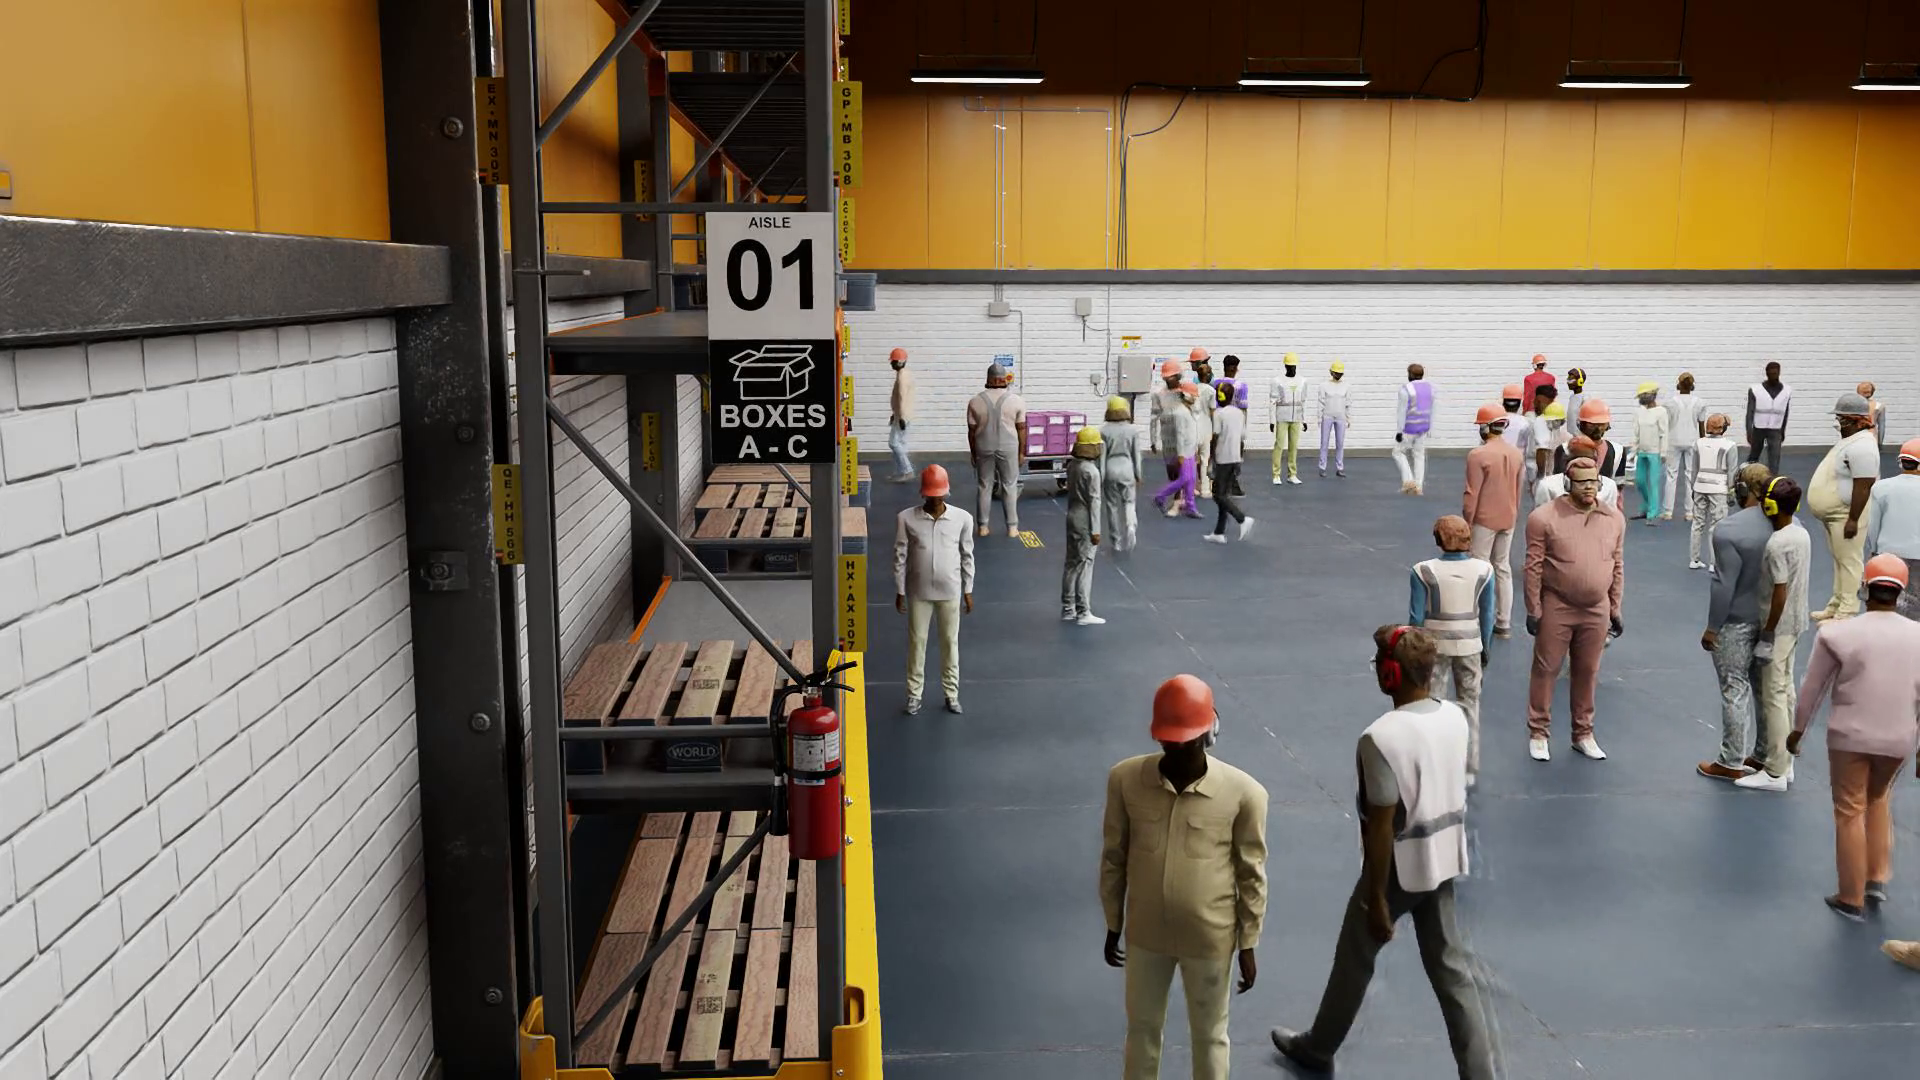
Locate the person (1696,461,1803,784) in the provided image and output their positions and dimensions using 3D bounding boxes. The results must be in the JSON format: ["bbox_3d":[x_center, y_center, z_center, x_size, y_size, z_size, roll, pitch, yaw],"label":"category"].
[{"bbox_3d":[4.715,0.495,9.946,0.635,1.931,0.354,-3,10,-20],"label":"person"}]

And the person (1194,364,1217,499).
[{"bbox_3d":[3.299,-1.480,22.666,0.349,1.837,0.502,-8,12,-42],"label":"person"}]

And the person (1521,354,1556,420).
[{"bbox_3d":[9.442,-2.167,27.222,0.563,1.752,0.328,-3,9,-16],"label":"person"}]

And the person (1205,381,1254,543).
[{"bbox_3d":[3.054,-0.856,18.719,0.584,1.837,0.660,-8,12,-40],"label":"person"}]

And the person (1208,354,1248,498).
[{"bbox_3d":[3.653,-1.549,22.700,0.608,1.957,0.401,6,11,32],"label":"person"}]

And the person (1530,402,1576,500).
[{"bbox_3d":[6.062,-0.535,16.994,0.405,1.753,0.538,-7,12,-38],"label":"person"}]

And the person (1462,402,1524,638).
[{"bbox_3d":[4.408,-0.150,13.861,0.622,1.982,0.417,-5,10,-30],"label":"person"}]

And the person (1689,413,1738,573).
[{"bbox_3d":[7.695,-0.480,17.017,0.312,1.634,0.514,-5,10,-29],"label":"person"}]

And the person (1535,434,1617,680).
[{"bbox_3d":[4.514,0.158,12.240,0.591,1.875,0.372,1,9,4],"label":"person"}]

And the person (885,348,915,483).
[{"bbox_3d":[-0.881,-1.818,24.324,0.449,1.985,0.653,1,9,4],"label":"person"}]

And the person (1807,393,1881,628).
[{"bbox_3d":[7.567,-0.248,14.277,0.536,2.000,0.680,3,10,21],"label":"person"}]

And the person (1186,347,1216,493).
[{"bbox_3d":[3.343,-1.669,23.232,0.410,2.035,0.614,5,10,30],"label":"person"}]

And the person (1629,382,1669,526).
[{"bbox_3d":[8.465,-1.057,20.347,0.427,1.723,0.652,-3,9,-16],"label":"person"}]

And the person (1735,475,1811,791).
[{"bbox_3d":[4.806,0.551,9.813,0.335,1.865,0.519,8,12,41],"label":"person"}]

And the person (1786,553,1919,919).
[{"bbox_3d":[4.299,0.920,7.924,0.580,1.727,0.515,1,9,4],"label":"person"}]

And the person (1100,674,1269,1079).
[{"bbox_3d":[0.726,1.291,5.517,0.564,1.749,0.346,4,10,22],"label":"person"}]

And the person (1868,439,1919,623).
[{"bbox_3d":[7.485,0.074,13.152,0.326,1.752,0.559,-9,12,-43],"label":"person"}]

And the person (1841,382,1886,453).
[{"bbox_3d":[11.901,-1.267,21.935,0.512,1.638,0.312,5,10,27],"label":"person"}]

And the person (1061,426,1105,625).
[{"bbox_3d":[1.092,-0.127,14.476,0.314,1.736,0.485,-4,10,-25],"label":"person"}]

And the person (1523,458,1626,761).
[{"bbox_3d":[3.850,0.434,10.407,0.639,1.910,0.407,-1,9,-4],"label":"person"}]

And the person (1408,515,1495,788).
[{"bbox_3d":[2.888,0.664,9.810,0.510,1.639,0.308,0,9,-1],"label":"person"}]

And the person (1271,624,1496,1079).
[{"bbox_3d":[1.606,1.188,6.036,0.588,1.791,0.992,-7,11,-37],"label":"person"}]

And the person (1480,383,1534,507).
[{"bbox_3d":[5.806,-0.702,17.545,0.574,1.900,0.902,5,10,29],"label":"person"}]

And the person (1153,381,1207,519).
[{"bbox_3d":[2.772,-1.114,20.694,0.590,1.728,0.583,4,10,23],"label":"person"}]

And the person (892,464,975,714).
[{"bbox_3d":[-0.180,0.340,11.503,0.573,1.742,0.337,-1,9,-4],"label":"person"}]

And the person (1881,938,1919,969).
[{"bbox_3d":[4.372,0.943,6.793,0.726,2.000,0.951,-9,13,-44],"label":"person"}]

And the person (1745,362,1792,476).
[{"bbox_3d":[11.082,-1.530,22.893,0.596,1.872,1.013,1,9,6],"label":"person"}]

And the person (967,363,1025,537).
[{"bbox_3d":[0.436,-1.057,19.351,0.681,2.000,0.535,2,9,11],"label":"person"}]

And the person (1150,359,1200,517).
[{"bbox_3d":[2.760,-1.318,21.159,0.624,2.005,0.897,4,10,25],"label":"person"}]

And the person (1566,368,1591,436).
[{"bbox_3d":[7.846,-1.250,21.168,0.326,1.857,0.509,-1,9,-4],"label":"person"}]

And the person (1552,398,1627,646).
[{"bbox_3d":[5.139,-0.141,13.592,0.615,2.043,0.373,-1,9,-4],"label":"person"}]

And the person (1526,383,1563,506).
[{"bbox_3d":[5.983,-0.632,17.080,0.373,1.930,0.762,6,11,31],"label":"person"}]

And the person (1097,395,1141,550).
[{"bbox_3d":[1.741,-0.715,18.197,0.507,1.718,0.577,0,9,-2],"label":"person"}]

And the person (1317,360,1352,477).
[{"bbox_3d":[5.648,-1.824,25.063,0.526,1.761,0.342,0,9,-1],"label":"person"}]

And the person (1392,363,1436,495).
[{"bbox_3d":[6.251,-1.520,22.926,0.655,1.827,0.448,-5,10,-27],"label":"person"}]

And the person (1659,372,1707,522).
[{"bbox_3d":[8.895,-1.141,20.492,0.507,1.846,0.343,2,9,14],"label":"person"}]

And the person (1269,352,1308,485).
[{"bbox_3d":[4.777,-1.761,24.128,0.594,1.924,0.379,-2,9,-14],"label":"person"}]
